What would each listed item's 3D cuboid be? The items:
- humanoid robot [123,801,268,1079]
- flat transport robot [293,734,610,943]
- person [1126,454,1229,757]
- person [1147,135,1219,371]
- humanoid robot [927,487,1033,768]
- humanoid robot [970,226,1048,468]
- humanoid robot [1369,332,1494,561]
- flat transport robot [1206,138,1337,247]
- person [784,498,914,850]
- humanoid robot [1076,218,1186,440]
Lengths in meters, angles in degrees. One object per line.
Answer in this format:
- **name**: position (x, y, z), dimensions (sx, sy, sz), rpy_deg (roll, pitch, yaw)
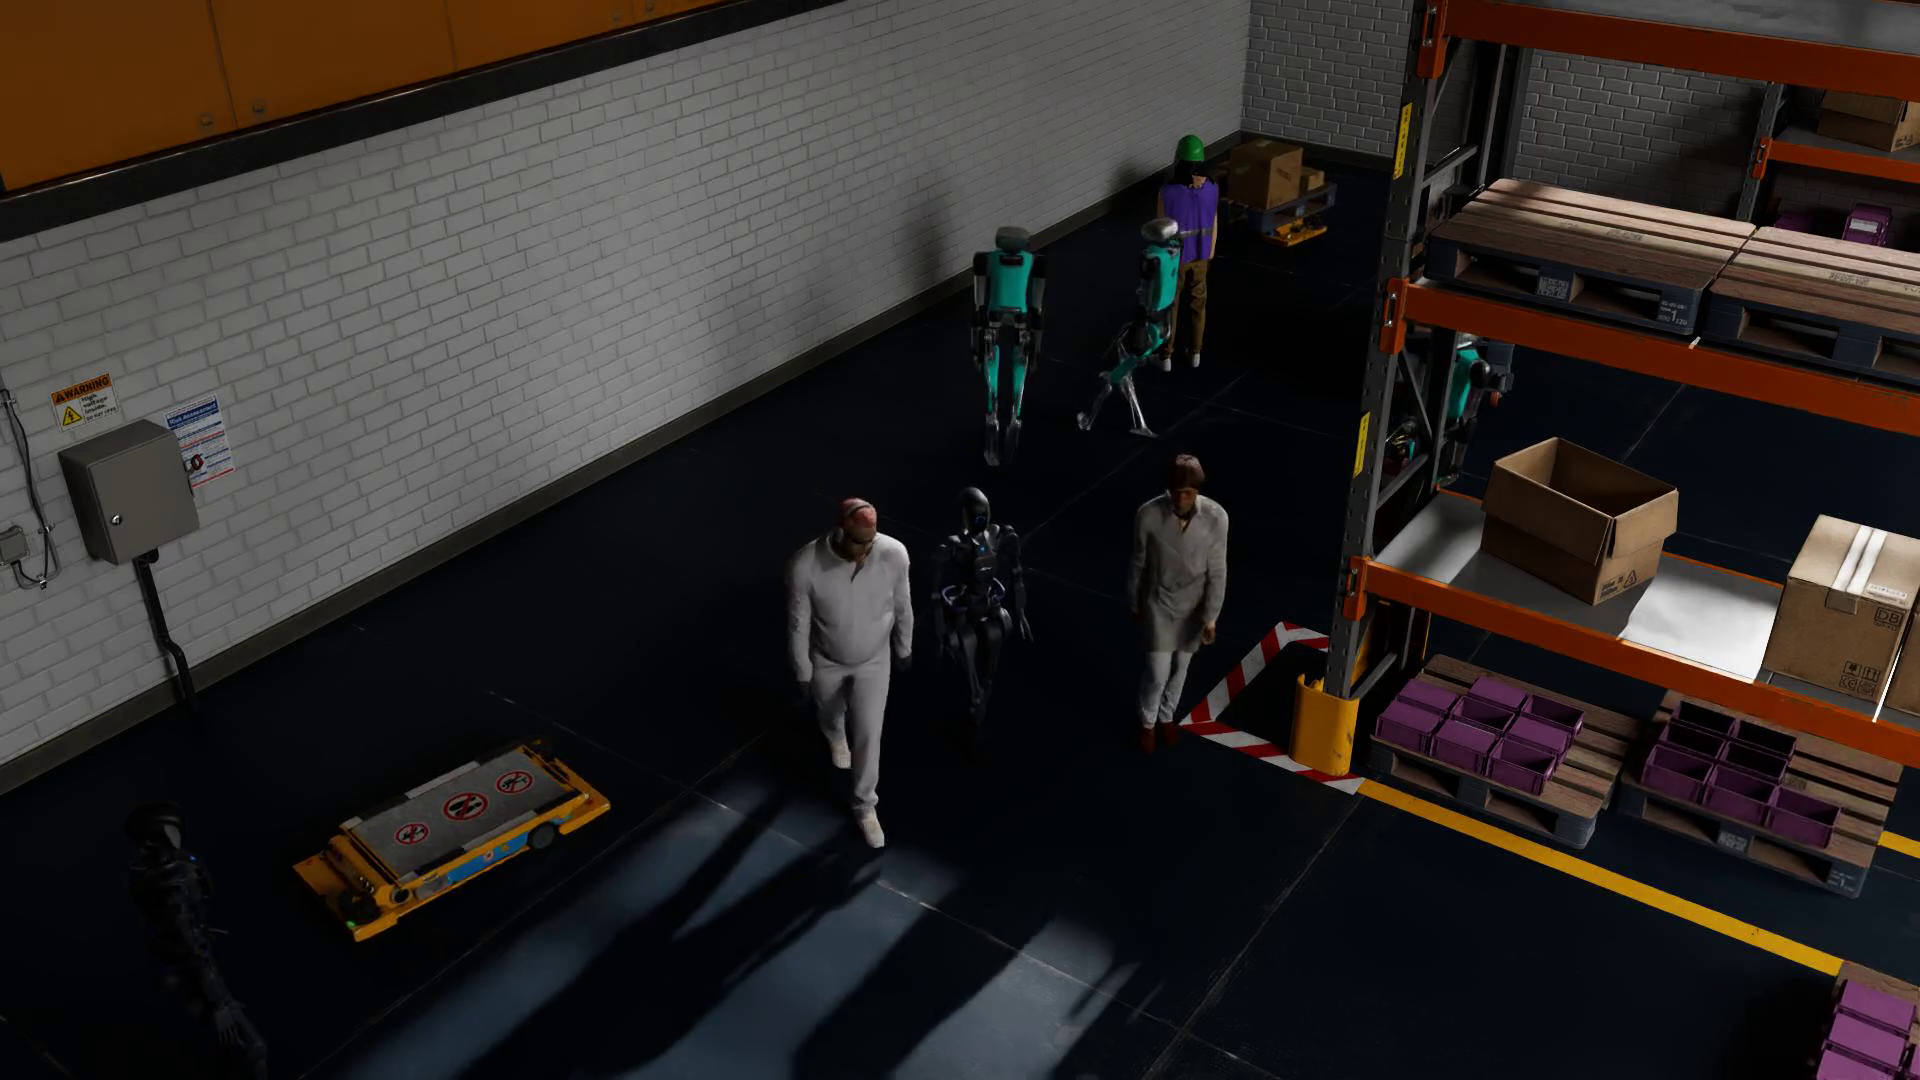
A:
- **humanoid robot**: position (-3.025, 1.687, 6.701), dimensions (0.402, 1.654, 0.616), rpy_deg (-18, 34, -28)
- **flat transport robot**: position (-2.572, 1.482, 8.468), dimensions (1.431, 0.231, 0.659), rpy_deg (-26, 39, -37)
- **person**: position (1.153, 0.362, 8.875), dimensions (0.500, 1.812, 0.519), rpy_deg (-2, 30, -3)
- **person**: position (1.798, -2.281, 13.334), dimensions (0.542, 1.931, 0.404), rpy_deg (-9, 31, -15)
- **humanoid robot**: position (0.112, 0.445, 8.864), dimensions (0.604, 1.642, 0.461), rpy_deg (-14, 33, -23)
- **humanoid robot**: position (0.336, -1.258, 11.799), dimensions (0.534, 1.837, 0.670), rpy_deg (0, 30, 0)
- **humanoid robot**: position (2.850, -0.519, 10.524), dimensions (1.075, 1.744, 0.546), rpy_deg (-19, 35, -29)
- **flat transport robot**: position (2.903, -3.257, 16.690), dimensions (0.659, 0.231, 1.431), rpy_deg (-26, 39, -37)
- **person**: position (-0.557, 0.564, 8.487), dimensions (0.660, 1.847, 0.973), rpy_deg (-5, 30, -9)
- **humanoid robot**: position (1.191, -1.523, 12.281), dimensions (0.837, 1.859, 0.547), rpy_deg (18, 34, 28)
